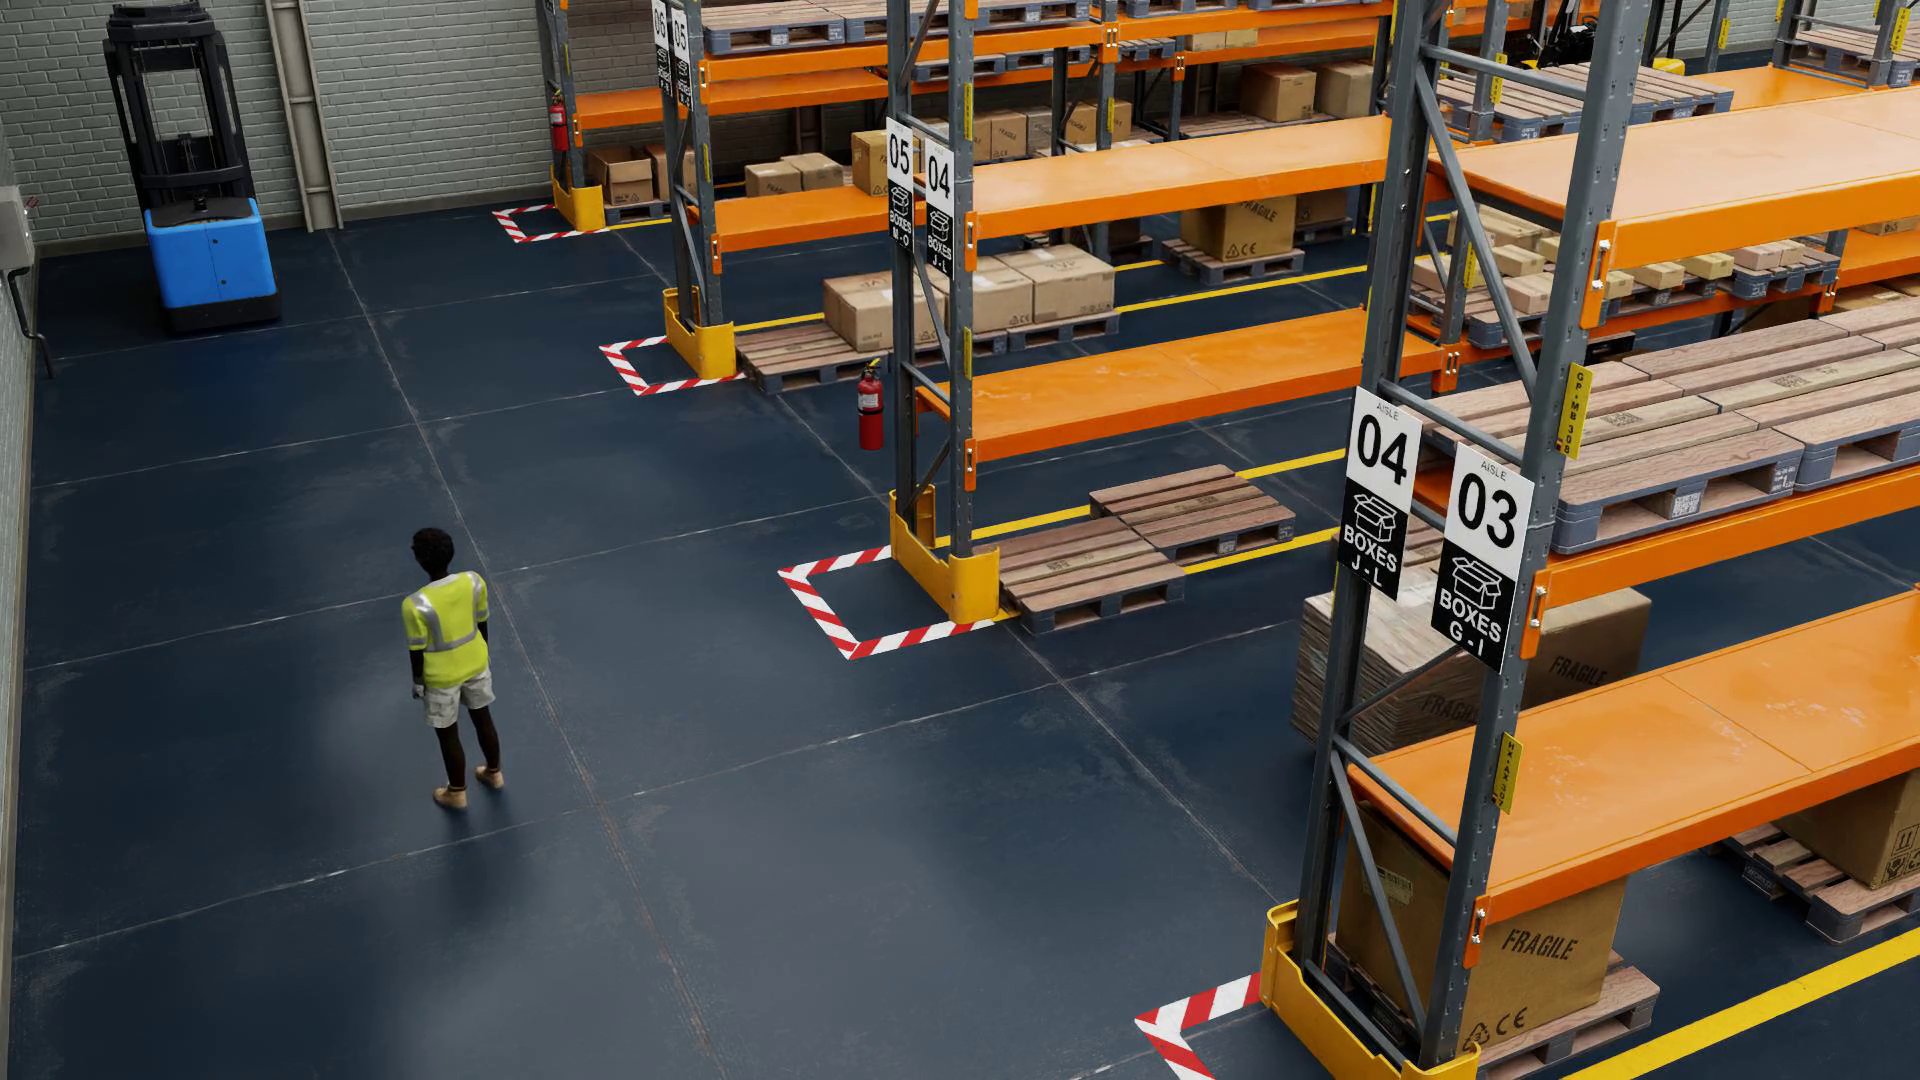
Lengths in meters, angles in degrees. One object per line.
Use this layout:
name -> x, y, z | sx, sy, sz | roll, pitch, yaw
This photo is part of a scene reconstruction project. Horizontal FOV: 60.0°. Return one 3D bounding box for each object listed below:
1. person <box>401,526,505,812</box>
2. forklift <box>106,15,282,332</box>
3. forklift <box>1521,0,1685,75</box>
person -> -2.798, 0.710, 9.204 | 0.321, 1.688, 0.537 | 19, 33, 32
forklift -> -7.548, -3.672, 16.323 | 1.129, 2.768, 1.873 | -12, 30, -22
forklift -> 8.950, -6.807, 23.056 | 1.214, 2.155, 2.313 | -12, 30, -22
